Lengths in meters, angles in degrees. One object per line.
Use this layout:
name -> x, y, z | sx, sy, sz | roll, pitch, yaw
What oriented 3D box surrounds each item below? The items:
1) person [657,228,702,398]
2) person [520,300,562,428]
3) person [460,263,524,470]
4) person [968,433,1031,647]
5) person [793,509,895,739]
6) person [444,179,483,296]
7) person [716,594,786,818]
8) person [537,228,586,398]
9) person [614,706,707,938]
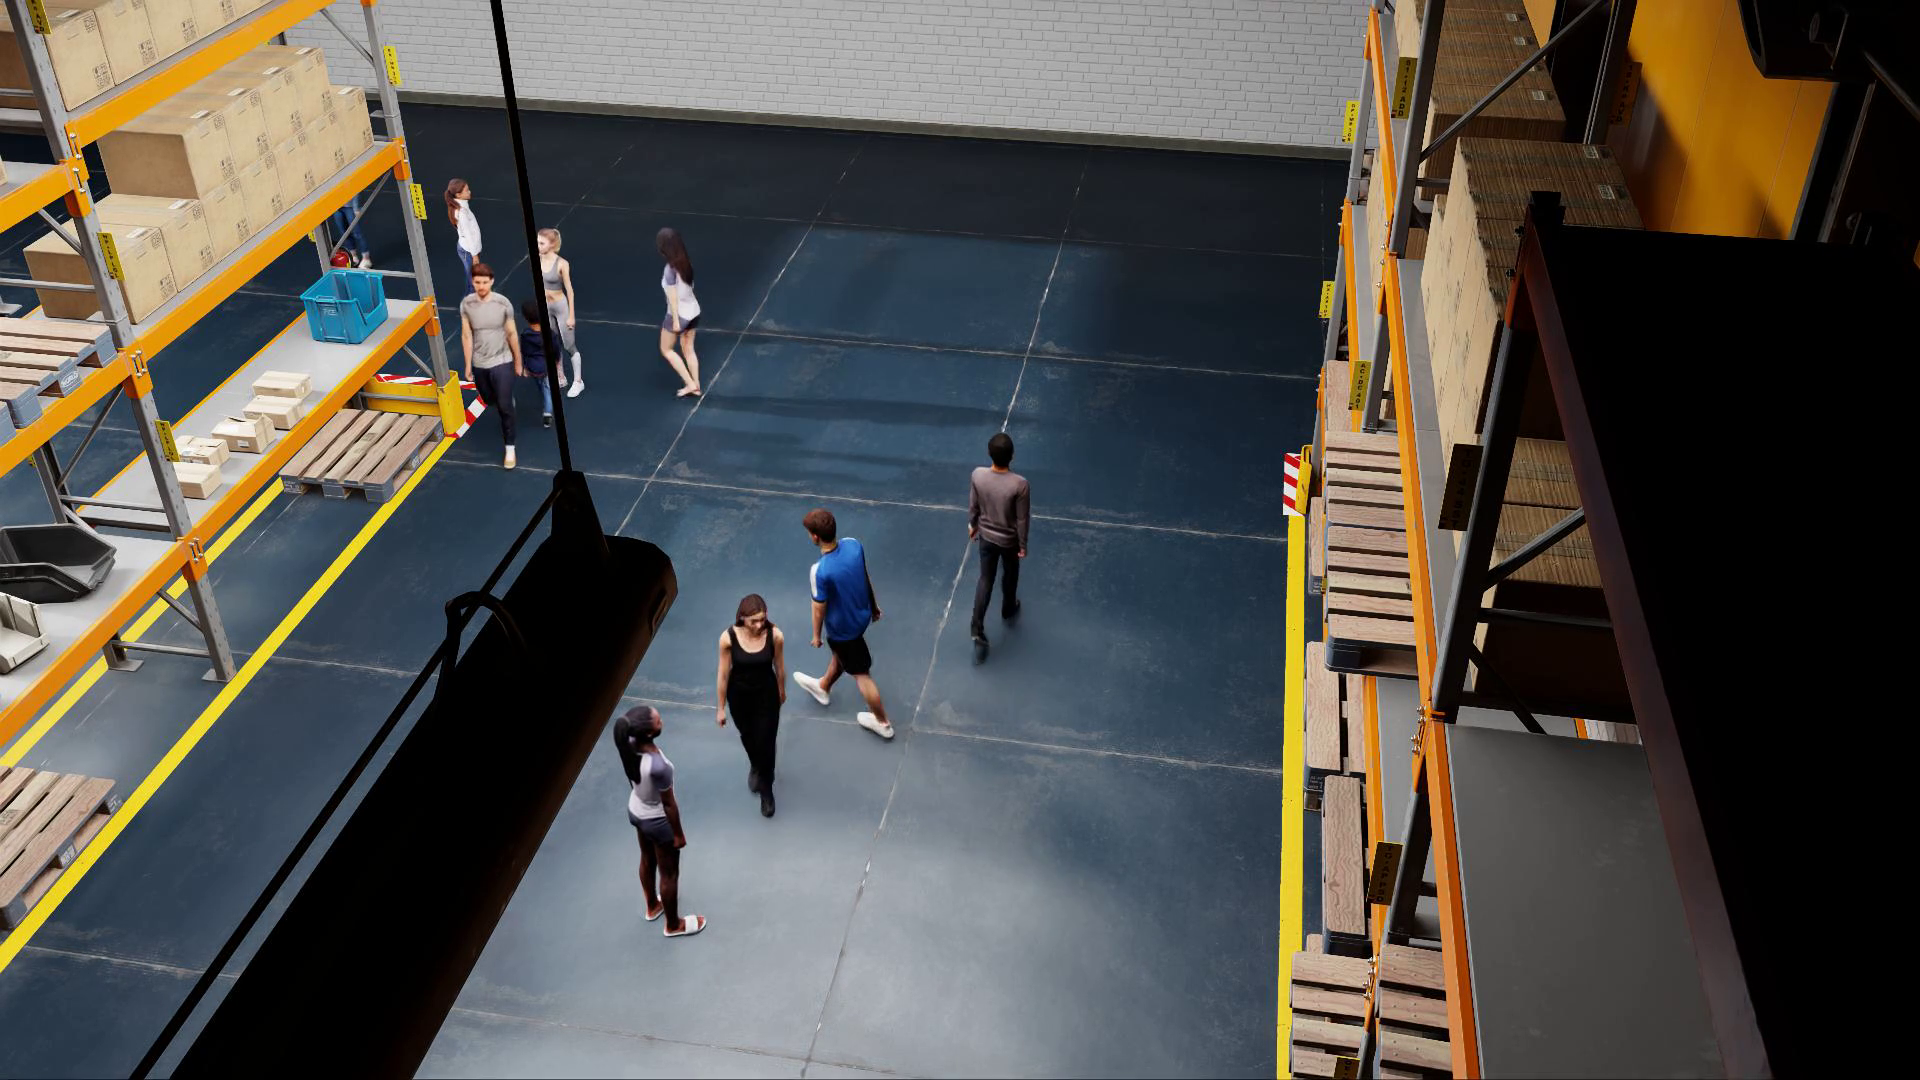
person -> -2.582, -2.132, 15.865 | 0.737, 1.685, 0.588 | 7, 34, 10
person -> -3.912, -1.614, 15.536 | 0.682, 1.185, 0.878 | -6, 34, -9
person -> -4.196, -1.637, 14.952 | 0.758, 1.870, 1.151 | 0, 34, 0
person -> 0.255, 0.025, 12.570 | 1.129, 1.739, 0.803 | 6, 34, 9
person -> -0.706, 0.629, 11.603 | 1.028, 1.804, 1.182 | 20, 38, 27
person -> -5.115, -3.015, 17.306 | 0.685, 1.559, 0.607 | -13, 36, -19
person -> -1.384, 1.000, 11.168 | 0.699, 1.668, 0.822 | 1, 34, 1
person -> -3.852, -2.188, 15.931 | 0.620, 1.704, 0.591 | 14, 36, 20
person -> -1.849, 1.690, 10.080 | 0.746, 1.722, 0.704 | -26, 42, -34
